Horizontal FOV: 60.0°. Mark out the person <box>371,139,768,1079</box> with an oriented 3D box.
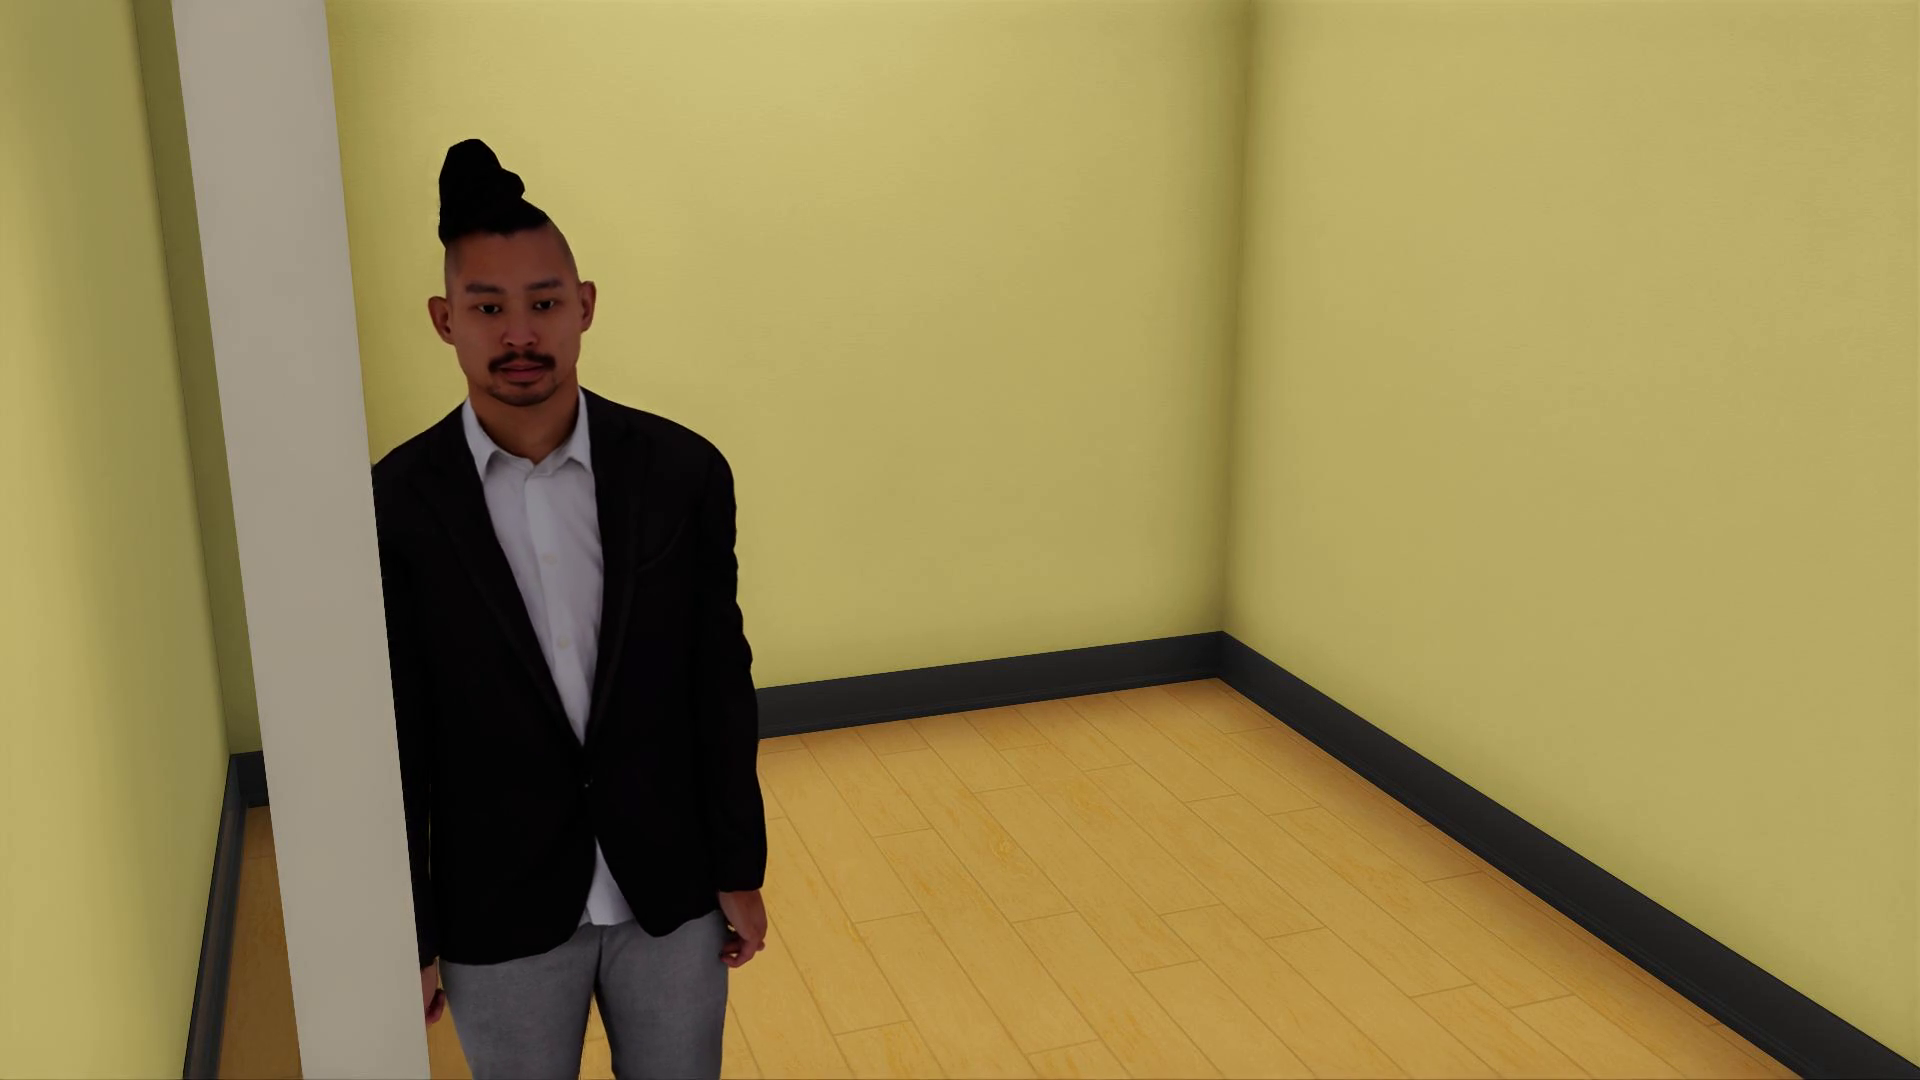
[{"bbox_3d":[-0.547,0.435,2.344,0.521,1.948,0.770,-7,17,-22],"label":"person"}]
